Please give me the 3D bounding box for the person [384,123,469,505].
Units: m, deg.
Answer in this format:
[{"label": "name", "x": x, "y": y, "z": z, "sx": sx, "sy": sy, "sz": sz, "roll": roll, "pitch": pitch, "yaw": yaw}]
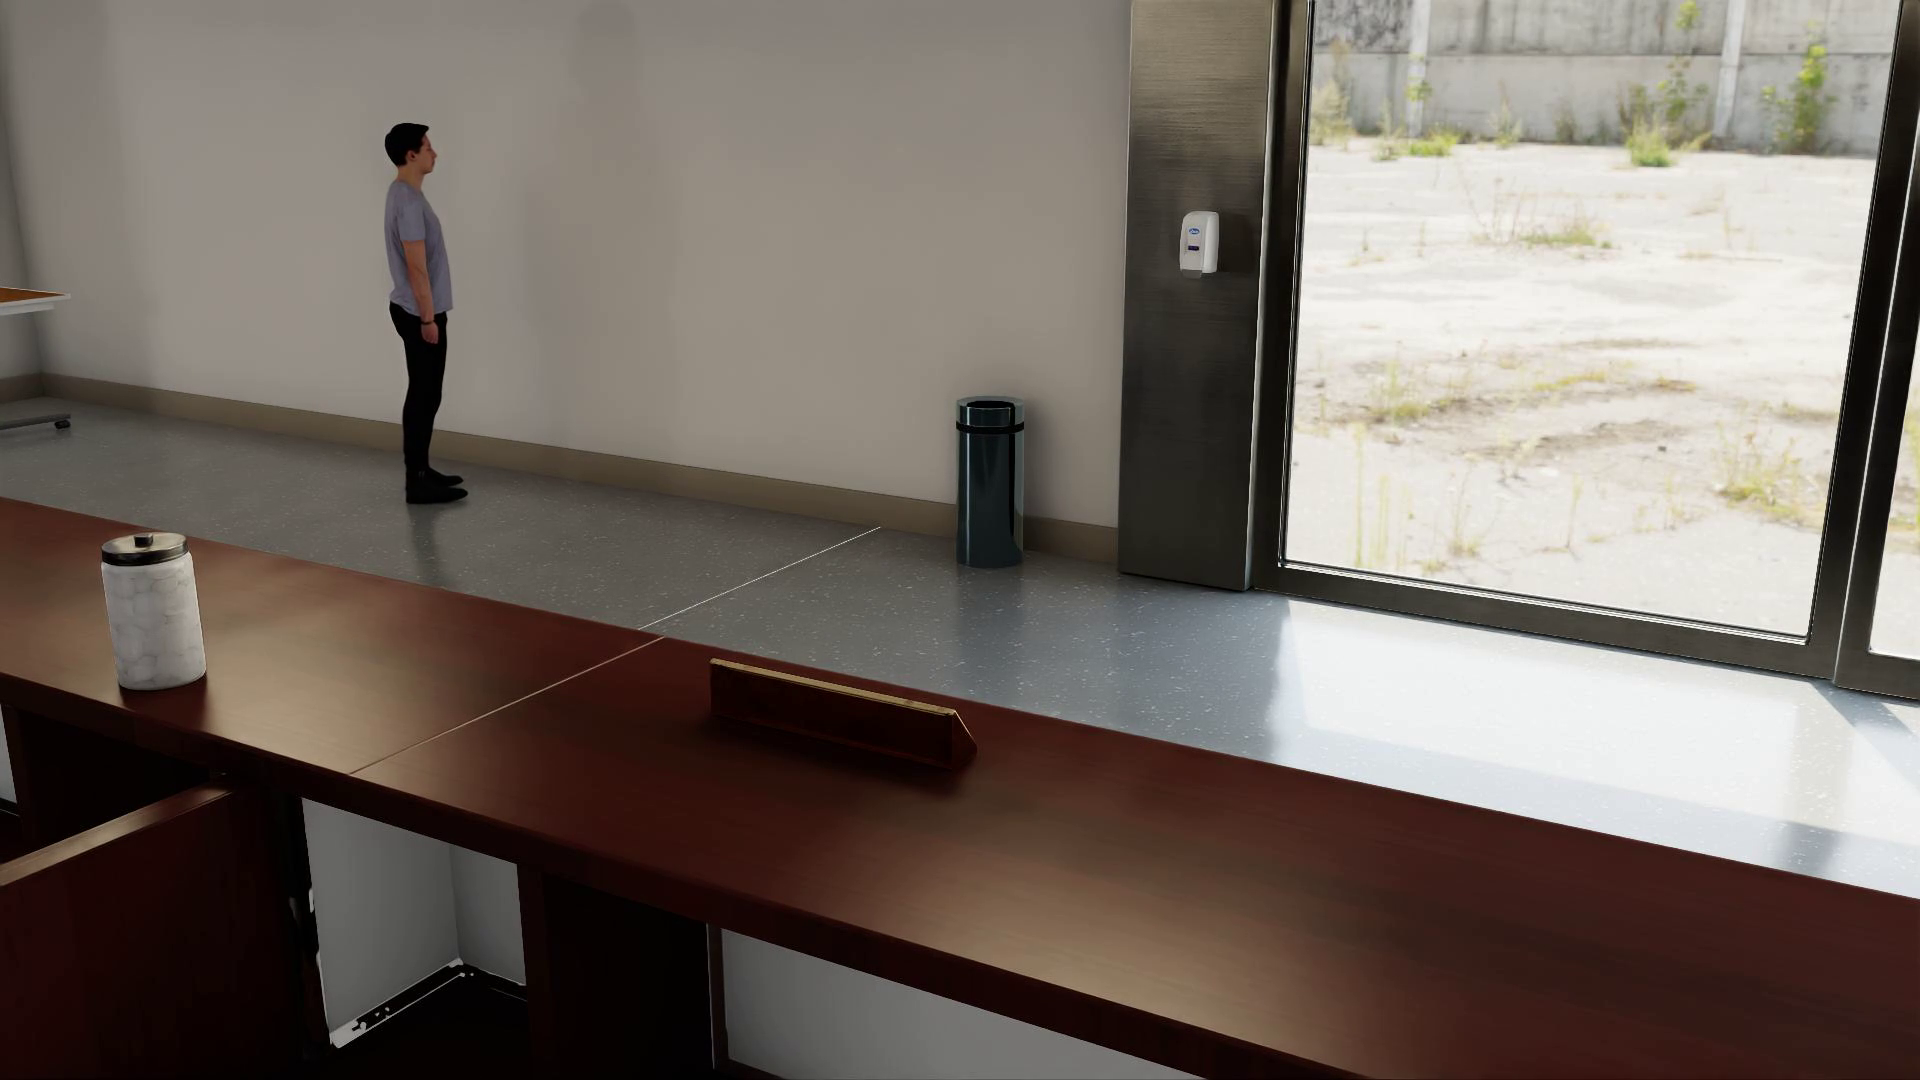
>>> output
[{"label": "person", "x": -2.714, "y": -1.129, "z": 8.323, "sx": 0.765, "sy": 1.860, "sz": 0.733, "roll": -6, "pitch": 17, "yaw": -20}]
